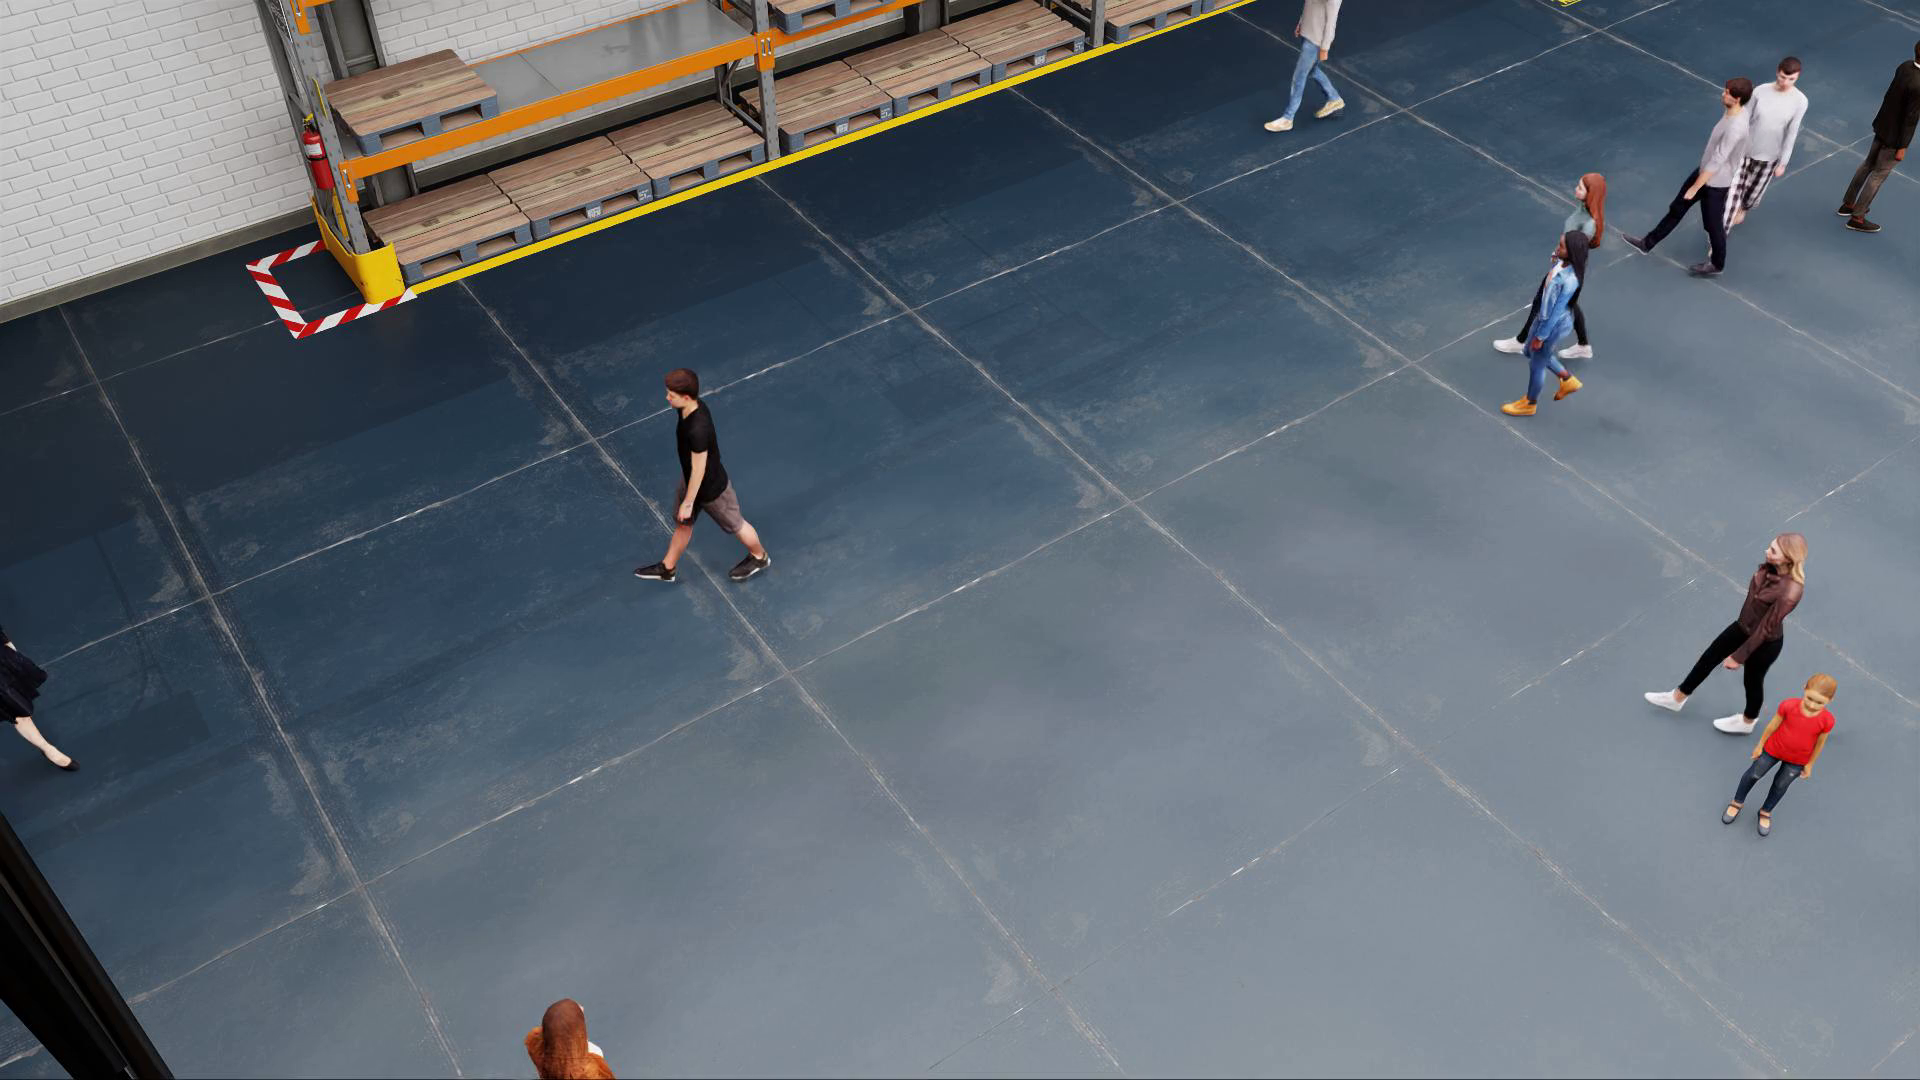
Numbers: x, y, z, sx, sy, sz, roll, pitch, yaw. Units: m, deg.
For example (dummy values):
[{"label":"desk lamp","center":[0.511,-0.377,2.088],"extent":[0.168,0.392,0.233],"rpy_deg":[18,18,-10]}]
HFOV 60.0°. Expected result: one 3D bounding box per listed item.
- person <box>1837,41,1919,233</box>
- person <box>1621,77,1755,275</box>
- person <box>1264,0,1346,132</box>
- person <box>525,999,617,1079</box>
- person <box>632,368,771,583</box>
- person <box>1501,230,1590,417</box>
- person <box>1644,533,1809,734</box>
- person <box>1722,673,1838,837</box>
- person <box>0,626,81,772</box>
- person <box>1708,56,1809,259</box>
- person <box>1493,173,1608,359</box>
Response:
[{"label":"person","center":[8.248,-3.599,14.715],"extent":[0.774,1.800,0.739],"rpy_deg":[3,44,3]},{"label":"person","center":[6.487,-3.035,14.122],"extent":[1.179,1.801,1.170],"rpy_deg":[10,45,11]},{"label":"person","center":[3.476,-4.841,15.960],"extent":[1.181,1.880,1.009],"rpy_deg":[-3,44,-3]},{"label":"person","center":[-1.903,2.811,8.053],"extent":[0.811,1.707,0.995],"rpy_deg":[25,49,24]},{"label":"person","center":[-1.645,-0.402,11.355],"extent":[1.235,1.804,0.811],"rpy_deg":[-19,47,-19]},{"label":"person","center":[4.609,-1.608,12.699],"extent":[0.927,1.698,0.868],"rpy_deg":[8,44,9]},{"label":"person","center":[5.053,0.626,10.367],"extent":[1.024,1.678,0.936],"rpy_deg":[3,44,3]},{"label":"person","center":[4.955,1.259,9.969],"extent":[0.562,1.311,0.596],"rpy_deg":[22,48,21]},{"label":"person","center":[-5.974,0.800,10.147],"extent":[1.028,1.731,0.969],"rpy_deg":[7,44,8]},{"label":"person","center":[6.970,-3.389,14.488],"extent":[0.973,1.808,1.218],"rpy_deg":[20,47,20]},{"label":"person","center":[4.913,-2.139,13.243],"extent":[1.012,1.717,1.039],"rpy_deg":[15,46,15]}]
